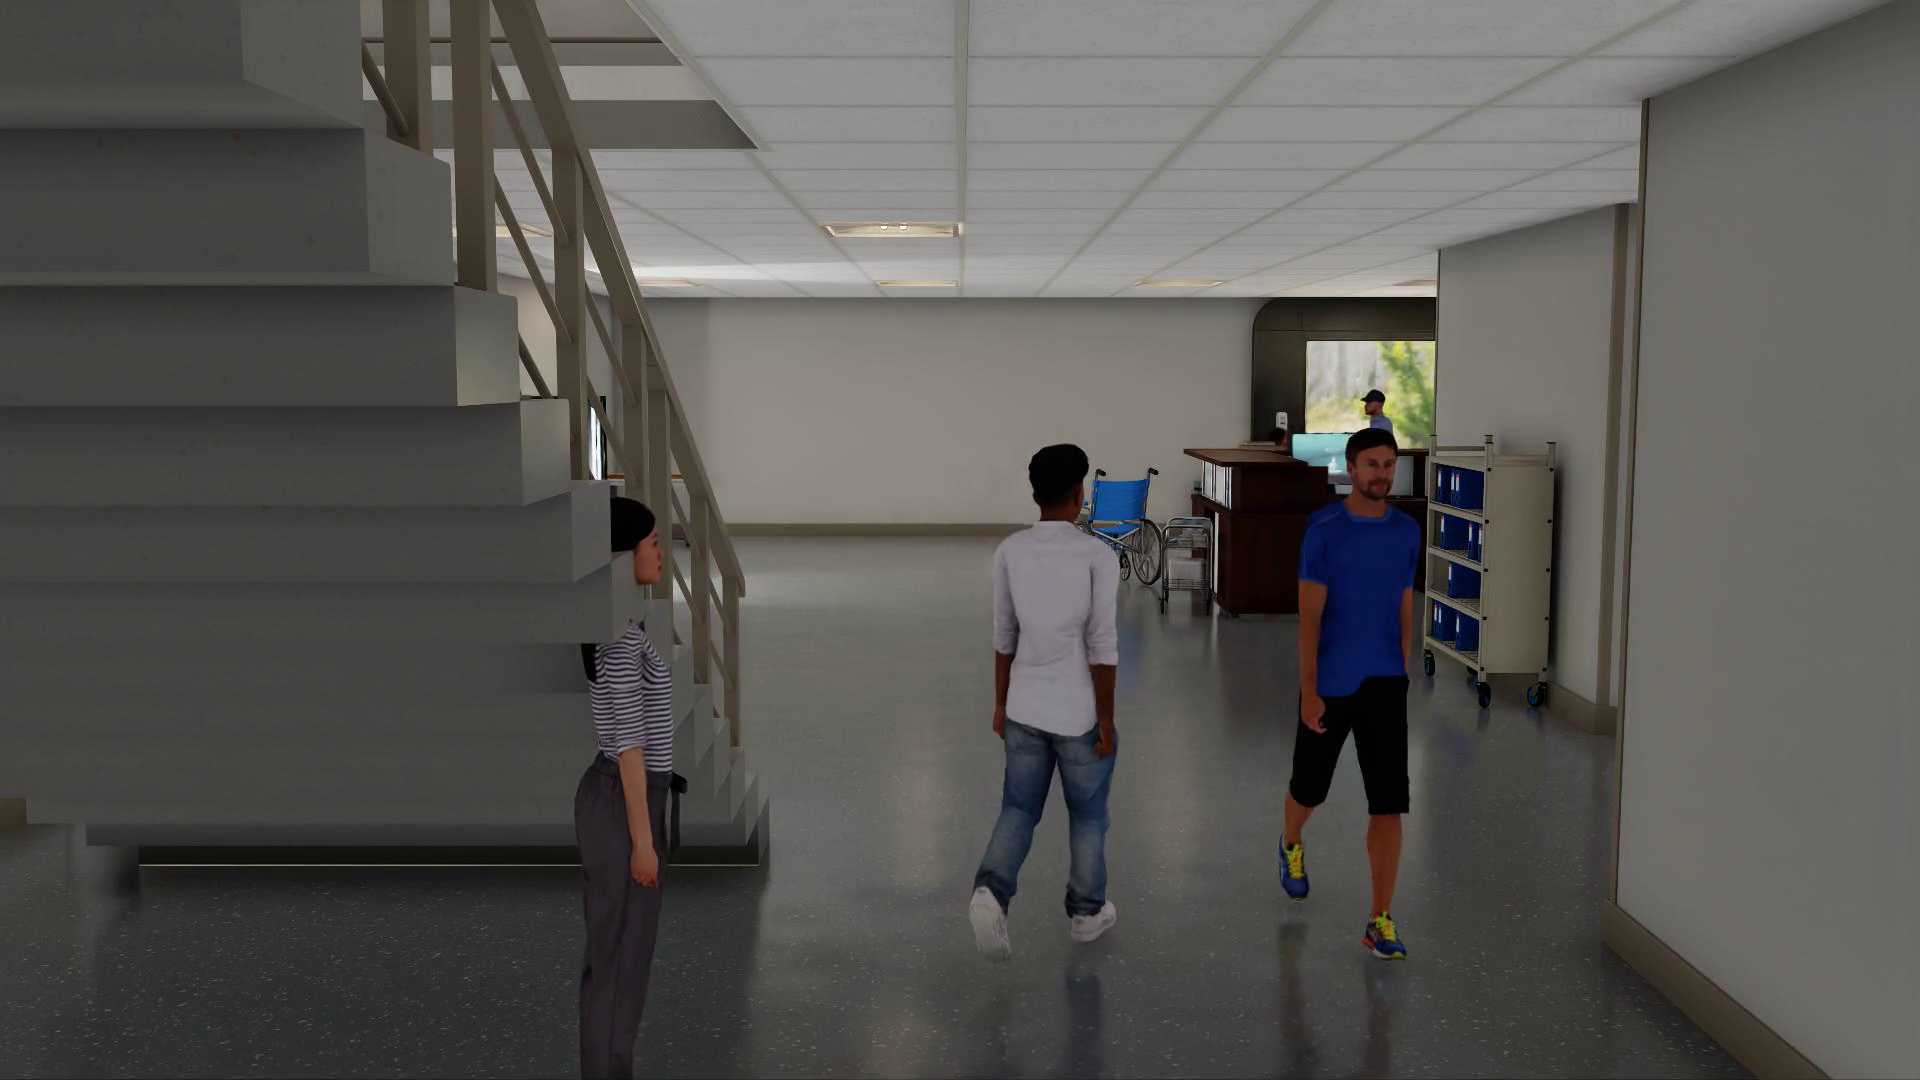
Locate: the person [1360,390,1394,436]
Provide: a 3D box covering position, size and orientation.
[{"bbox_3d":[4.636,-0.653,17.846,0.845,1.833,1.140,-1,6,-8],"label":"person"}]

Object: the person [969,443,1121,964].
[{"bbox_3d":[0.293,0.583,5.771,0.977,1.790,1.211,3,6,27],"label":"person"}]

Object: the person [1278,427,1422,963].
[{"bbox_3d":[1.391,0.531,6.078,0.703,1.833,1.244,0,6,-4],"label":"person"}]

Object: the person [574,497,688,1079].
[{"bbox_3d":[-0.914,0.747,4.432,0.712,1.733,0.548,-2,6,-16],"label":"person"}]
